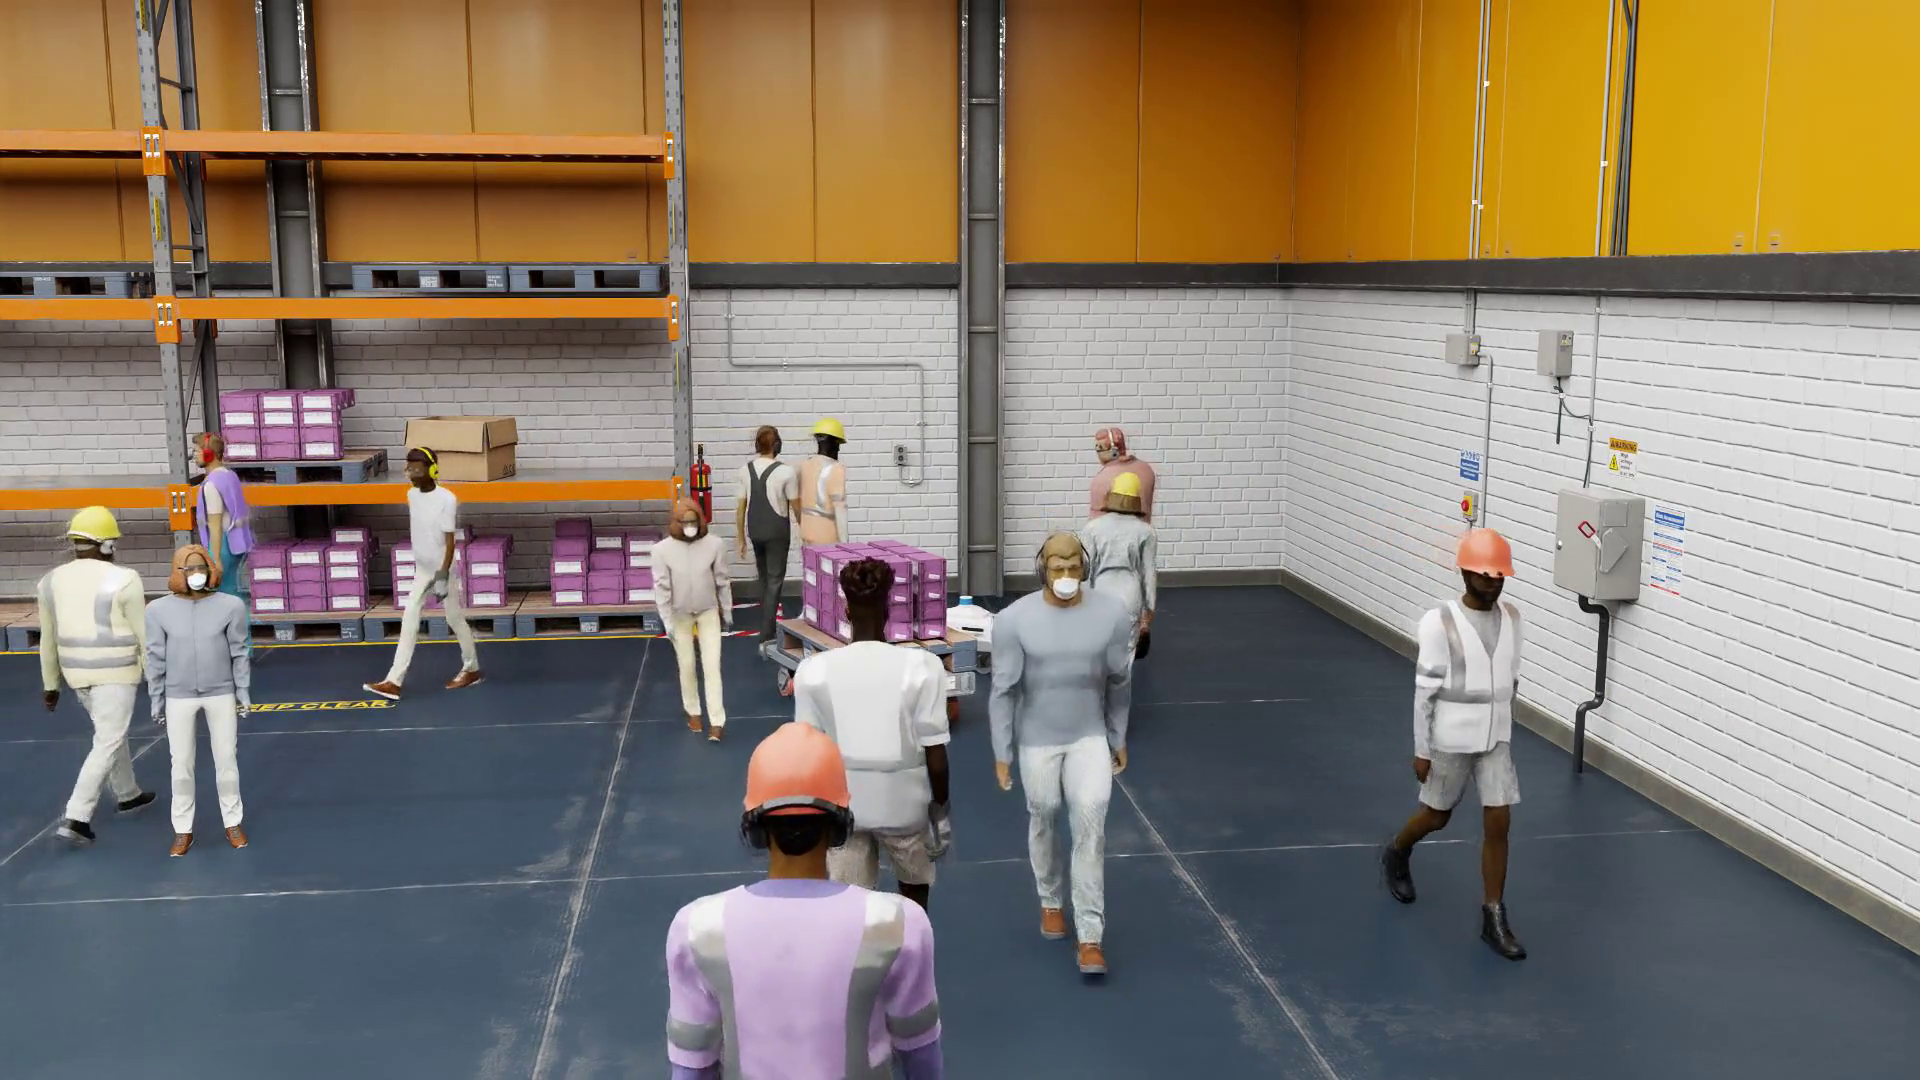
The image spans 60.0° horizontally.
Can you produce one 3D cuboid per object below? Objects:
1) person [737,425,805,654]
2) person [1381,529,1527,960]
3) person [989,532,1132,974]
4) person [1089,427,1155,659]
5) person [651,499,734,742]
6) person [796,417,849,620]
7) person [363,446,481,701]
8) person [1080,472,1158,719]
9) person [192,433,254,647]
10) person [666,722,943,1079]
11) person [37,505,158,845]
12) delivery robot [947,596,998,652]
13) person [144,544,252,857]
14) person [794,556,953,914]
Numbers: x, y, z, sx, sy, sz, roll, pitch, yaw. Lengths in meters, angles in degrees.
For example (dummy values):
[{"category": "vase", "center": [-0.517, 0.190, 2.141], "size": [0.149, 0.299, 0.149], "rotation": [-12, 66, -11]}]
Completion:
[{"category": "person", "center": [-1.465, -0.020, 13.424], "size": [0.526, 1.818, 0.728], "rotation": [4, 10, 25]}, {"category": "person", "center": [2.289, 0.870, 7.633], "size": [0.555, 1.910, 0.896], "rotation": [-3, 10, -18]}, {"category": "person", "center": [0.454, 0.923, 7.287], "size": [0.650, 1.897, 0.932], "rotation": [-1, 9, -4]}, {"category": "person", "center": [1.244, 0.061, 12.767], "size": [0.675, 1.867, 0.555], "rotation": [-7, 11, -36]}, {"category": "person", "center": [-1.721, 0.520, 10.784], "size": [0.522, 1.594, 0.746], "rotation": [-2, 9, -14]}, {"category": "person", "center": [-1.131, -0.016, 13.193], "size": [0.646, 1.887, 0.641], "rotation": [-7, 11, -36]}, {"category": "person", "center": [-3.806, 0.244, 11.838], "size": [0.531, 1.802, 1.005], "rotation": [5, 10, 29]}, {"category": "person", "center": [1.053, 0.408, 11.043], "size": [0.506, 1.723, 0.386], "rotation": [1, 9, 9]}, {"category": "person", "center": [-5.652, 0.096, 12.684], "size": [0.474, 1.825, 0.592], "rotation": [-1, 9, -9]}, {"category": "person", "center": [-0.342, 1.405, 3.976], "size": [0.614, 2.008, 0.943], "rotation": [1, 9, 5]}, {"category": "person", "center": [-4.663, 0.712, 8.965], "size": [0.570, 1.790, 0.872], "rotation": [2, 9, 14]}, {"category": "delivery robot", "center": [0.048, 0.673, 12.755], "size": [0.707, 0.478, 0.477], "rotation": [4, 10, 22]}, {"category": "person", "center": [-3.977, 0.828, 8.714], "size": [0.500, 1.636, 0.280], "rotation": [-4, 10, -25]}, {"category": "person", "center": [-0.330, 1.029, 6.446], "size": [0.621, 1.954, 0.420], "rotation": [1, 9, 5]}]
